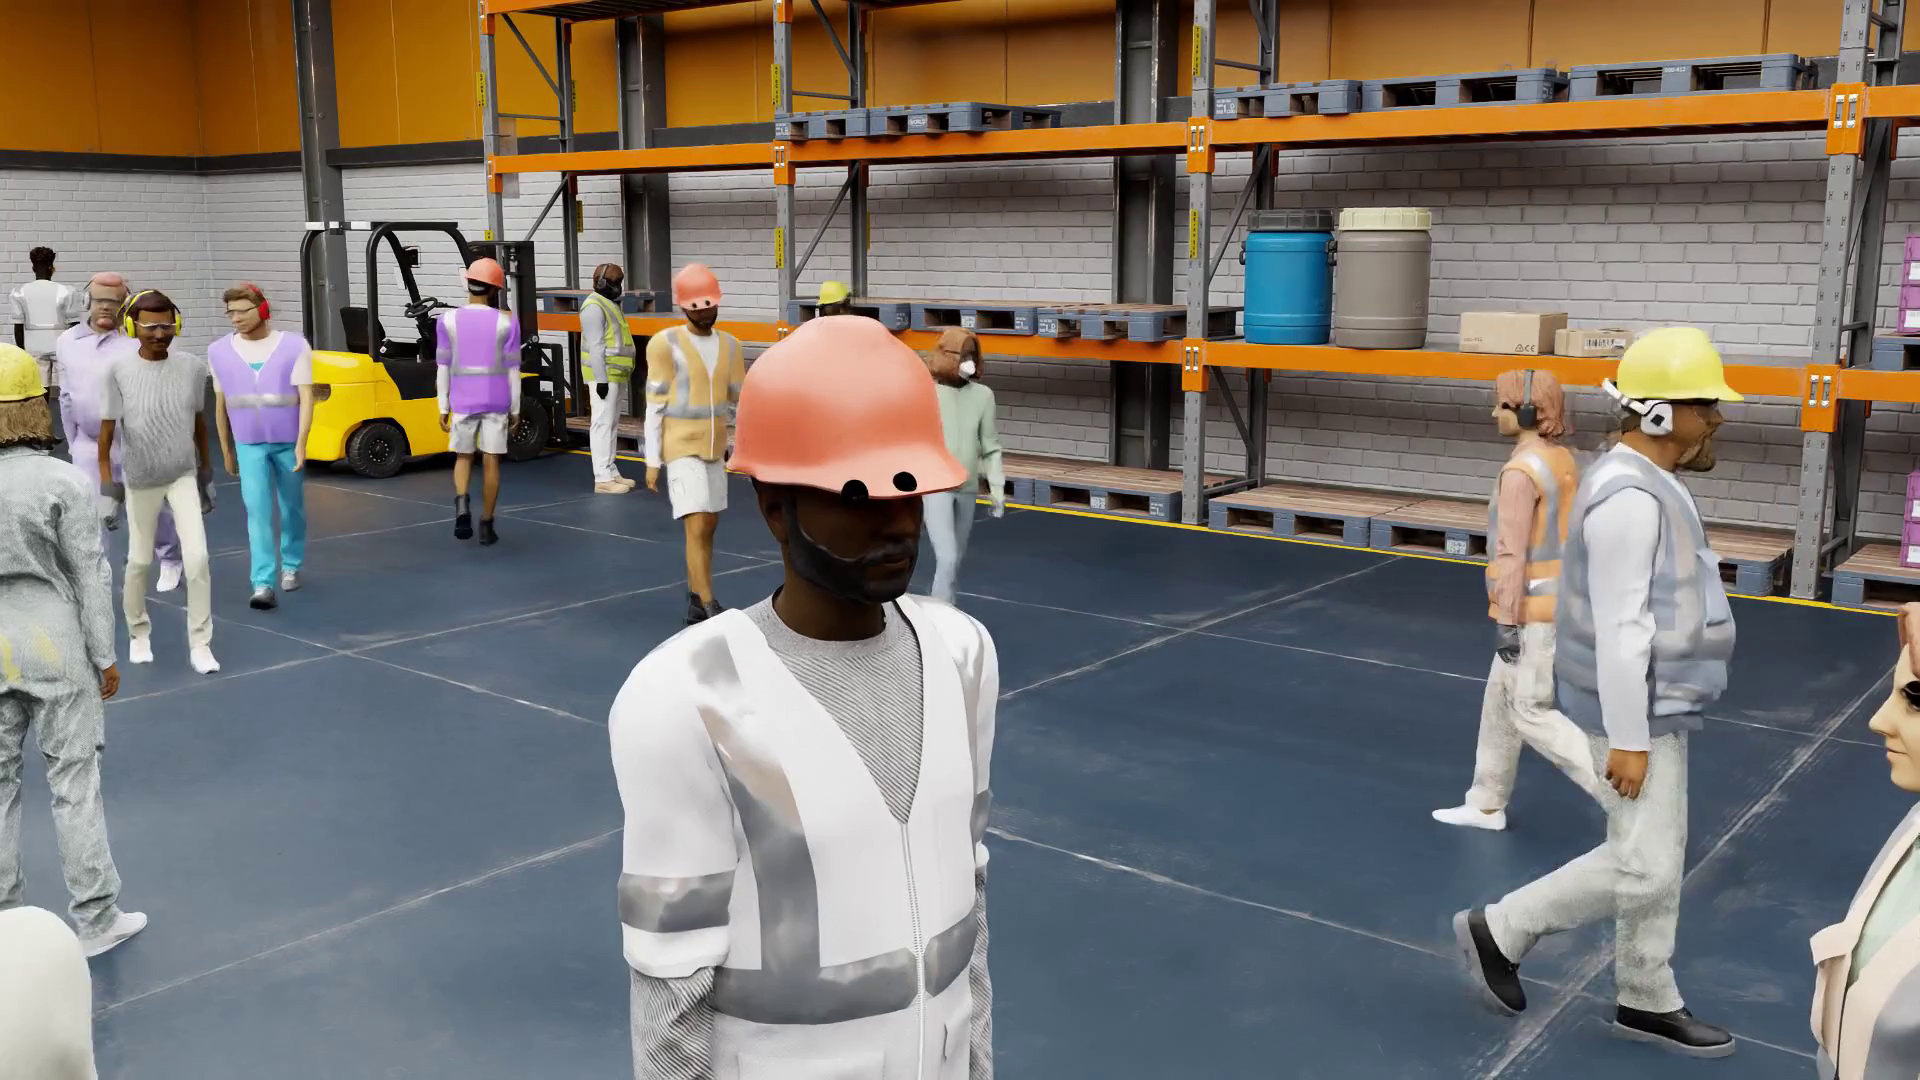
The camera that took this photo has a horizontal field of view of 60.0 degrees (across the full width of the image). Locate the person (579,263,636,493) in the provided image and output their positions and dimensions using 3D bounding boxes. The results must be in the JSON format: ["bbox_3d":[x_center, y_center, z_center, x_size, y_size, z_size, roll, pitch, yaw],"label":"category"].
[{"bbox_3d":[-2.824,-1.301,13.411,0.430,1.838,0.619,0,10,0],"label":"person"}]

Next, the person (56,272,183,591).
[{"bbox_3d":[-4.667,-0.561,9.276,0.641,1.858,0.989,-1,10,-4],"label":"person"}]

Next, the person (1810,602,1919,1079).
[{"bbox_3d":[1.140,0.868,1.931,0.314,1.642,0.514,3,11,16],"label":"person"}]

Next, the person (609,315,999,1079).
[{"bbox_3d":[-0.136,0.703,2.023,0.359,1.938,0.545,10,14,44],"label":"person"}]

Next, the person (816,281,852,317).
[{"bbox_3d":[-0.799,-1.097,12.631,0.927,1.715,0.564,5,11,25],"label":"person"}]

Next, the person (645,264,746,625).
[{"bbox_3d":[-1.230,-0.431,8.414,0.729,1.895,0.638,9,13,40],"label":"person"}]

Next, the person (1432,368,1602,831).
[{"bbox_3d":[1.955,0.247,5.464,0.708,1.617,0.525,7,12,32],"label":"person"}]

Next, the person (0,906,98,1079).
[{"bbox_3d":[-1.006,0.902,1.541,0.941,1.704,0.539,4,11,23],"label":"person"}]

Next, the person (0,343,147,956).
[{"bbox_3d":[-2.612,0.324,4.663,0.486,1.744,0.294,-1,10,-7],"label":"person"}]

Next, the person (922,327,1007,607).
[{"bbox_3d":[-0.006,-0.208,7.968,0.518,1.605,0.628,-7,13,-35],"label":"person"}]

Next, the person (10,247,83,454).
[{"bbox_3d":[-8.618,-1.790,15.774,0.600,1.958,0.387,-3,11,-14],"label":"person"}]

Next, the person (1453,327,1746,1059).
[{"bbox_3d":[1.626,0.385,4.103,0.588,1.819,0.607,6,12,28],"label":"person"}]

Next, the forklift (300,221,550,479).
[{"bbox_3d":[-4.922,-1.741,14.854,1.214,2.155,2.313,8,13,38],"label":"forklift"}]

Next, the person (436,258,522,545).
[{"bbox_3d":[-3.168,-0.897,10.988,0.552,1.909,0.520,-1,10,-8],"label":"person"}]

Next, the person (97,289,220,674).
[{"bbox_3d":[-3.797,-0.276,7.863,0.587,1.803,0.714,-9,14,-42],"label":"person"}]

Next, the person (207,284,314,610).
[{"bbox_3d":[-3.882,-0.531,9.287,0.553,1.776,0.988,-3,11,-14],"label":"person"}]
